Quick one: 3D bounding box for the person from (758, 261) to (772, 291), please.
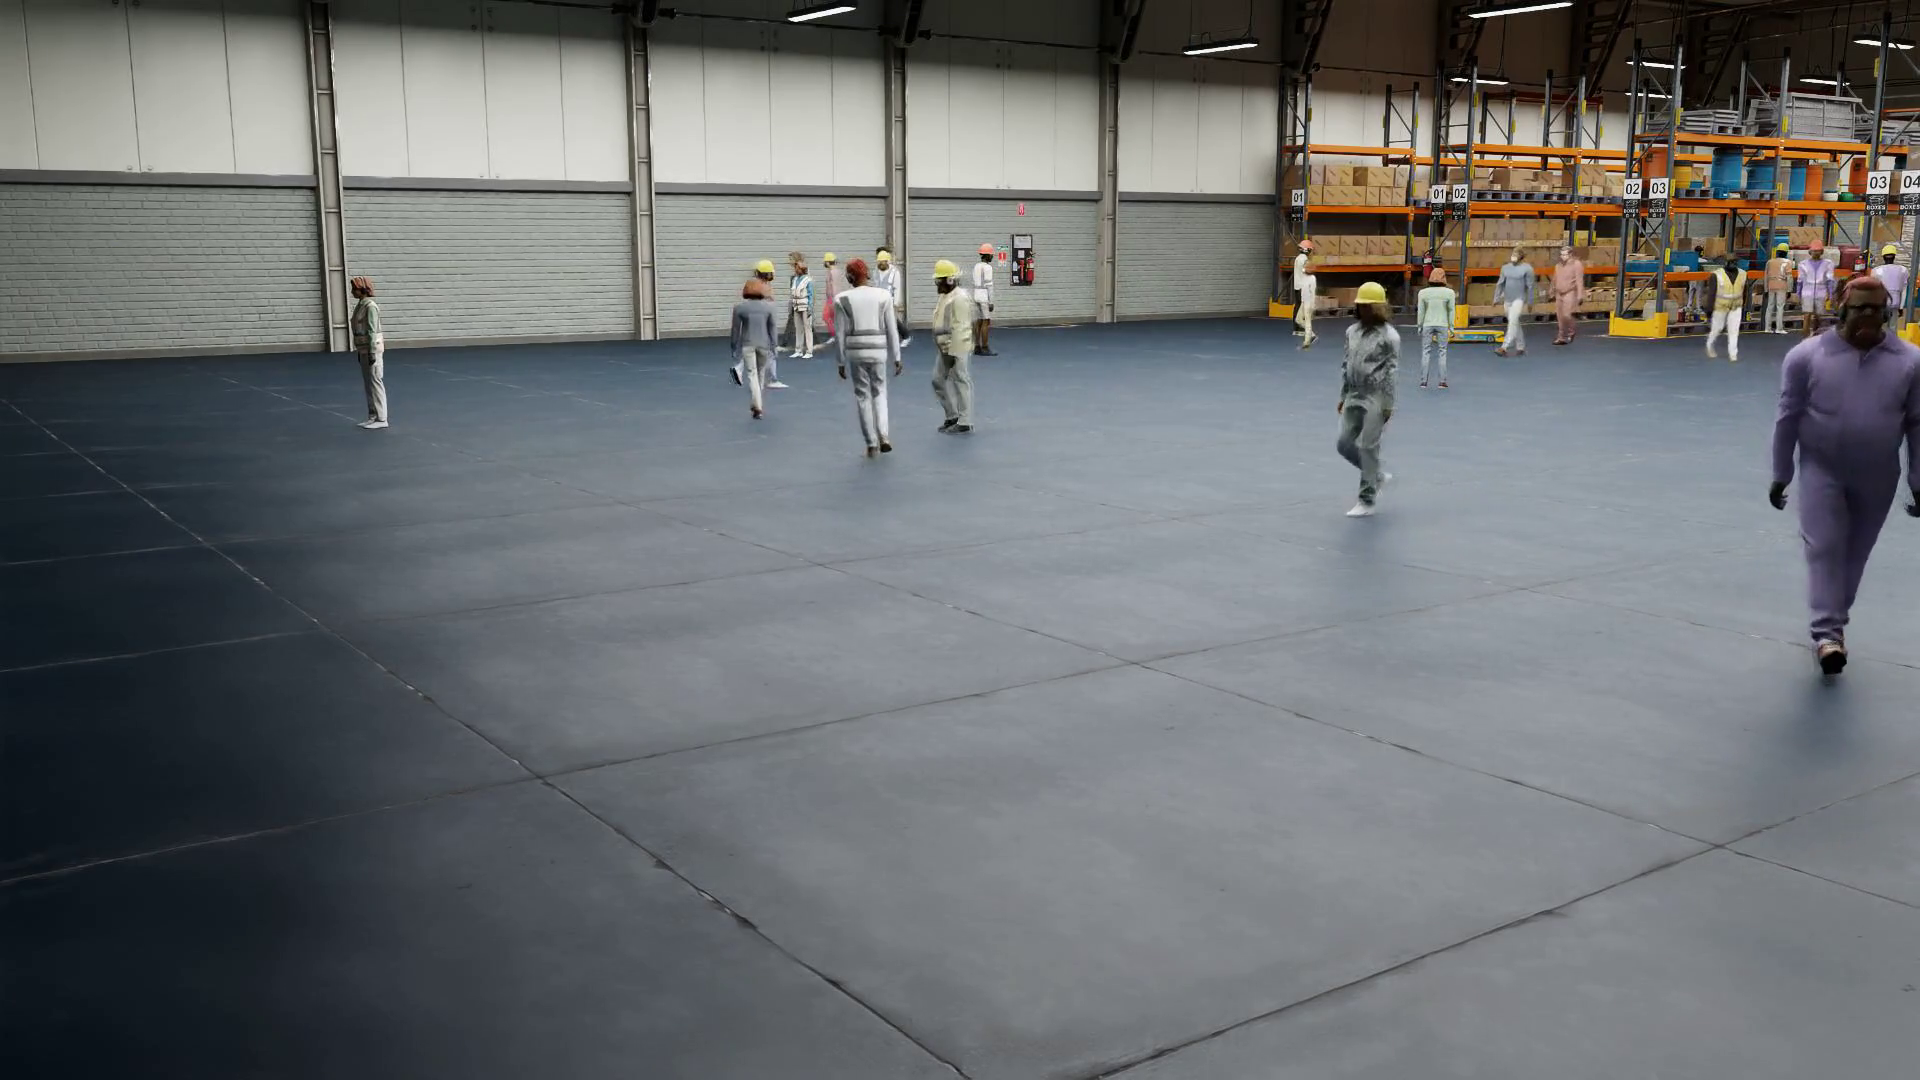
[{"bbox_3d":[-3.374,-3.973,28.630,0.307,1.645,0.514,-3,11,-18],"label":"person"}]

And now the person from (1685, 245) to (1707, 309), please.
[{"bbox_3d":[16.794,-5.780,37.909,0.327,1.874,0.517,-8,13,-38],"label":"person"}]

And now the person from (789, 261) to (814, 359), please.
[{"bbox_3d":[-2.679,-3.898,28.224,0.513,1.642,0.311,10,14,43],"label":"person"}]

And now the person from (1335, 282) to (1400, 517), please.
[{"bbox_3d":[3.042,-1.041,12.302,0.472,1.728,0.505,-7,13,-35],"label":"person"}]

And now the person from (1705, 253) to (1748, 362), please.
[{"bbox_3d":[12.765,-3.890,27.766,0.630,1.811,0.848,1,10,5],"label":"person"}]

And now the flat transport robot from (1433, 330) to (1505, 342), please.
[{"bbox_3d":[9.974,-3.995,32.513,1.431,0.197,0.652,0,10,2],"label":"flat transport robot"}]

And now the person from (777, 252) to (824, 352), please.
[{"bbox_3d":[-2.894,-4.274,29.872,0.982,1.798,0.531,-3,11,-17],"label":"person"}]

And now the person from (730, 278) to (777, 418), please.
[{"bbox_3d":[-2.363,-2.204,19.077,0.514,1.587,0.850,-4,11,-19],"label":"person"}]

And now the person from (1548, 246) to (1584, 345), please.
[{"bbox_3d":[11.519,-4.636,31.620,0.462,1.874,0.764,-5,12,-27],"label":"person"}]

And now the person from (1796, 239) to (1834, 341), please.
[{"bbox_3d":[15.680,-4.508,30.545,0.610,2.021,0.889,4,11,23],"label":"person"}]

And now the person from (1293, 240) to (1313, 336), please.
[{"bbox_3d":[7.159,-5.255,34.697,0.385,1.992,0.612,-2,10,-10],"label":"person"}]

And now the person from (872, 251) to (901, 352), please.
[{"bbox_3d":[-1.364,-4.203,29.450,0.615,1.790,0.871,5,12,27],"label":"person"}]

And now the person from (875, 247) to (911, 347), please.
[{"bbox_3d":[-1.346,-4.494,30.867,0.974,1.879,0.599,-7,13,-34],"label":"person"}]

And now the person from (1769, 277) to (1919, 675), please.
[{"bbox_3d":[4.235,-0.297,7.866,0.673,1.855,0.960,3,11,15],"label":"person"}]

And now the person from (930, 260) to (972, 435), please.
[{"bbox_3d":[-0.089,-1.993,17.303,0.459,1.807,0.628,-4,11,-20],"label":"person"}]

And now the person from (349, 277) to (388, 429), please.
[{"bbox_3d":[-6.368,-2.010,17.909,0.316,1.629,0.509,-8,13,-37],"label":"person"}]

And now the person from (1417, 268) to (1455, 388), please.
[{"bbox_3d":[6.503,-2.894,22.739,0.499,1.633,0.286,4,11,20],"label":"person"}]

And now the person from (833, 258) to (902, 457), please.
[{"bbox_3d":[-0.869,-1.700,15.570,0.641,1.858,0.412,-2,10,-9],"label":"person"}]

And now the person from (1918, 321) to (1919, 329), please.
[{"bbox_3d":[13.727,-3.115,23.298,0.512,1.874,0.328,6,12,28],"label":"person"}]

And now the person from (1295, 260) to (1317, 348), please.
[{"bbox_3d":[6.406,-4.350,30.723,0.361,1.621,0.517,-2,10,-9],"label":"person"}]

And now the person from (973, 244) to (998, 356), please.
[{"bbox_3d":[0.444,-4.166,28.883,0.373,1.934,0.551,-6,12,-28],"label":"person"}]

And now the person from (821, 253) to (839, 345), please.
[{"bbox_3d":[-2.482,-4.592,31.715,0.445,1.749,0.553,-2,10,-9],"label":"person"}]

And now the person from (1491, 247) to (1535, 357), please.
[{"bbox_3d":[9.524,-4.086,28.613,1.039,1.887,0.638,-7,12,-34],"label":"person"}]

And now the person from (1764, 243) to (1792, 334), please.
[{"bbox_3d":[17.393,-5.339,35.339,0.384,1.924,0.594,-6,12,-31],"label":"person"}]

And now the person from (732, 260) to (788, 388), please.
[{"bbox_3d":[-2.717,-2.916,22.557,0.678,1.748,0.528,-4,11,-20],"label":"person"}]

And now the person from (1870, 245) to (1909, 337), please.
[{"bbox_3d":[14.955,-3.791,26.876,0.584,1.918,0.381,1,10,5],"label":"person"}]
